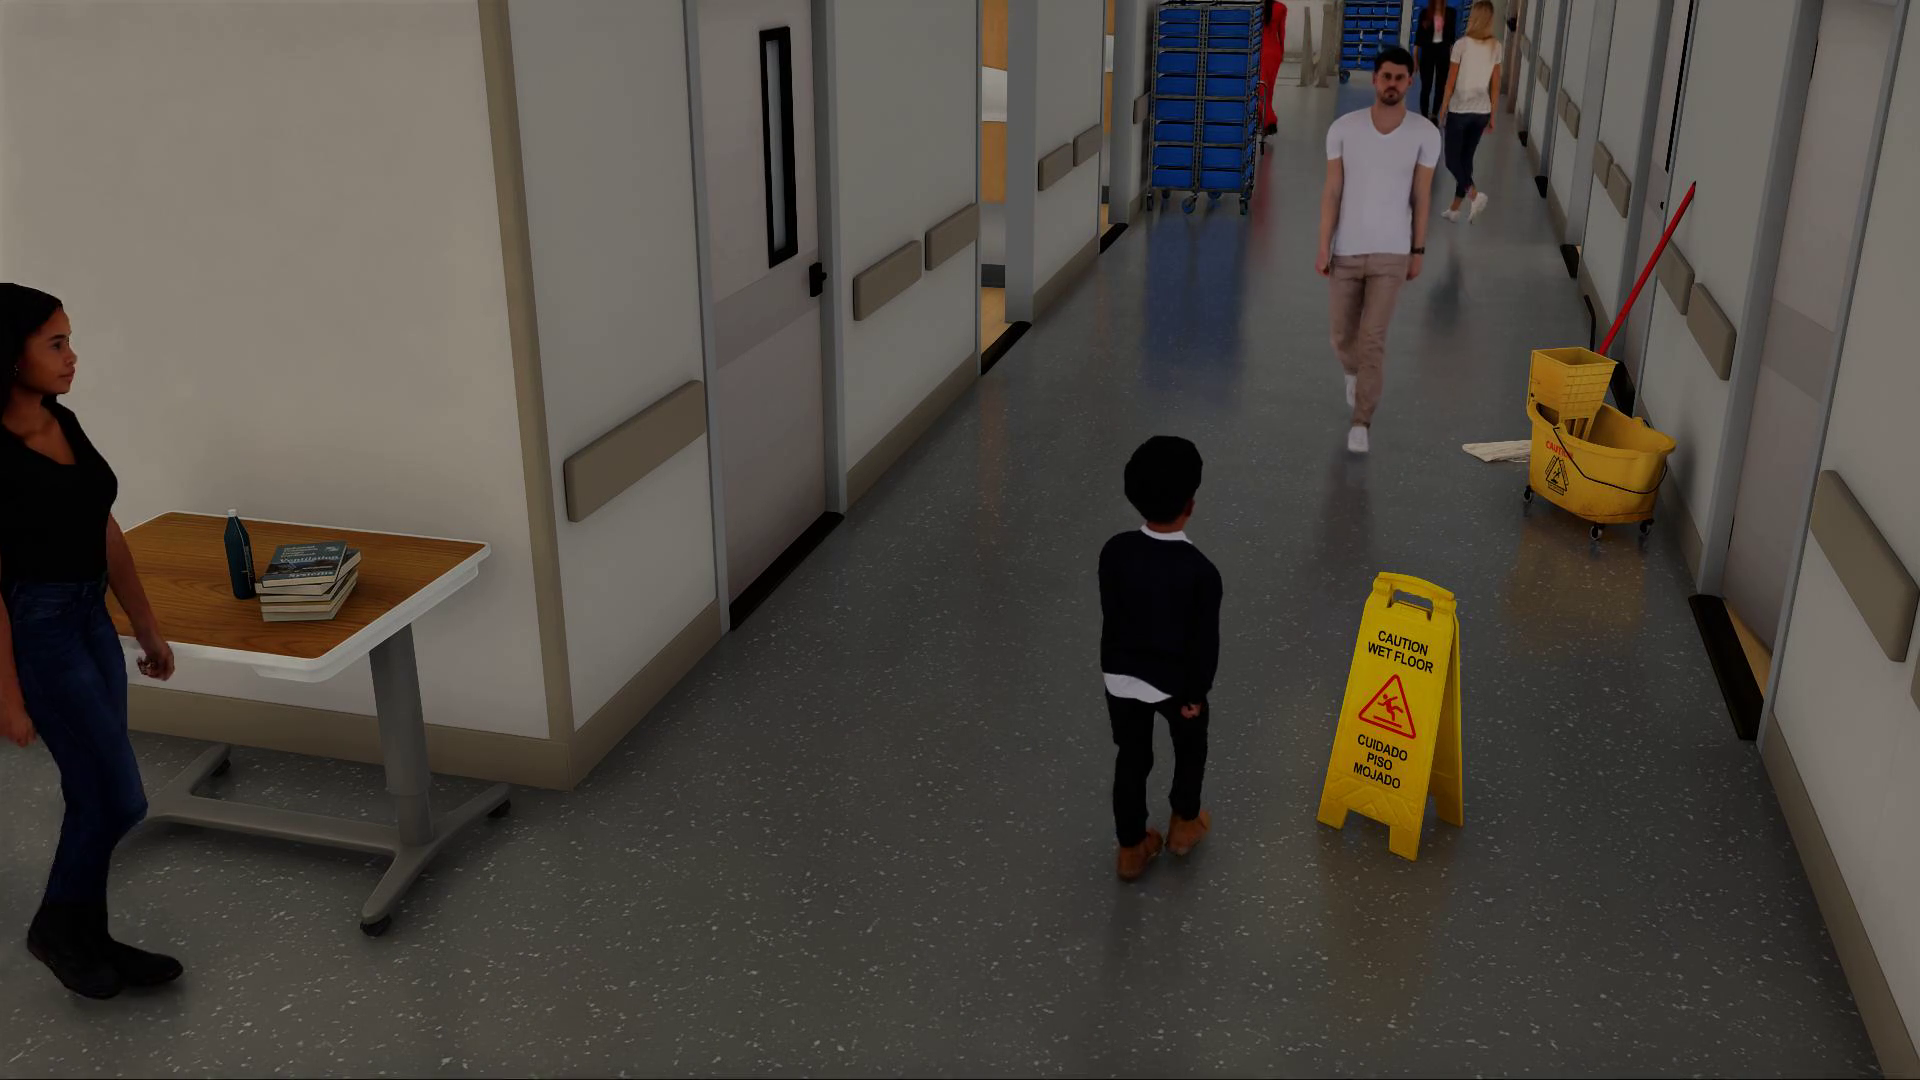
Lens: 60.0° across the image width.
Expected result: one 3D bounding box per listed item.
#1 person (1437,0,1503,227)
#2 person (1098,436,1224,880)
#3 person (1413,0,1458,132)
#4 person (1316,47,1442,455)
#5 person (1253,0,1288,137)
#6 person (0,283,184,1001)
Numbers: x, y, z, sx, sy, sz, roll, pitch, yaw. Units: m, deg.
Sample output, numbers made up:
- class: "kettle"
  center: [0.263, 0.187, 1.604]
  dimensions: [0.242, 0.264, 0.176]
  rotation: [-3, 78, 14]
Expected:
- class: "person"
  center: [4.131, -3.390, 13.390]
  dimensions: [0.910, 1.783, 1.135]
  rotation: [-4, 21, -9]
- class: "person"
  center: [0.494, 0.337, 4.354]
  dimensions: [0.556, 1.214, 0.625]
  rotation: [10, 23, 24]
- class: "person"
  center: [5.551, -5.649, 19.473]
  dimensions: [0.621, 1.699, 0.613]
  rotation: [5, 21, 12]
- class: "person"
  center: [1.974, -1.387, 7.984]
  dimensions: [0.738, 1.865, 1.079]
  rotation: [7, 22, 18]
- class: "person"
  center: [3.480, -5.432, 18.829]
  dimensions: [1.025, 1.748, 1.205]
  rotation: [-6, 22, -15]
- class: "person"
  center: [-2.140, 0.278, 3.791]
  dimensions: [0.694, 1.722, 0.606]
  rotation: [0, 21, 0]
